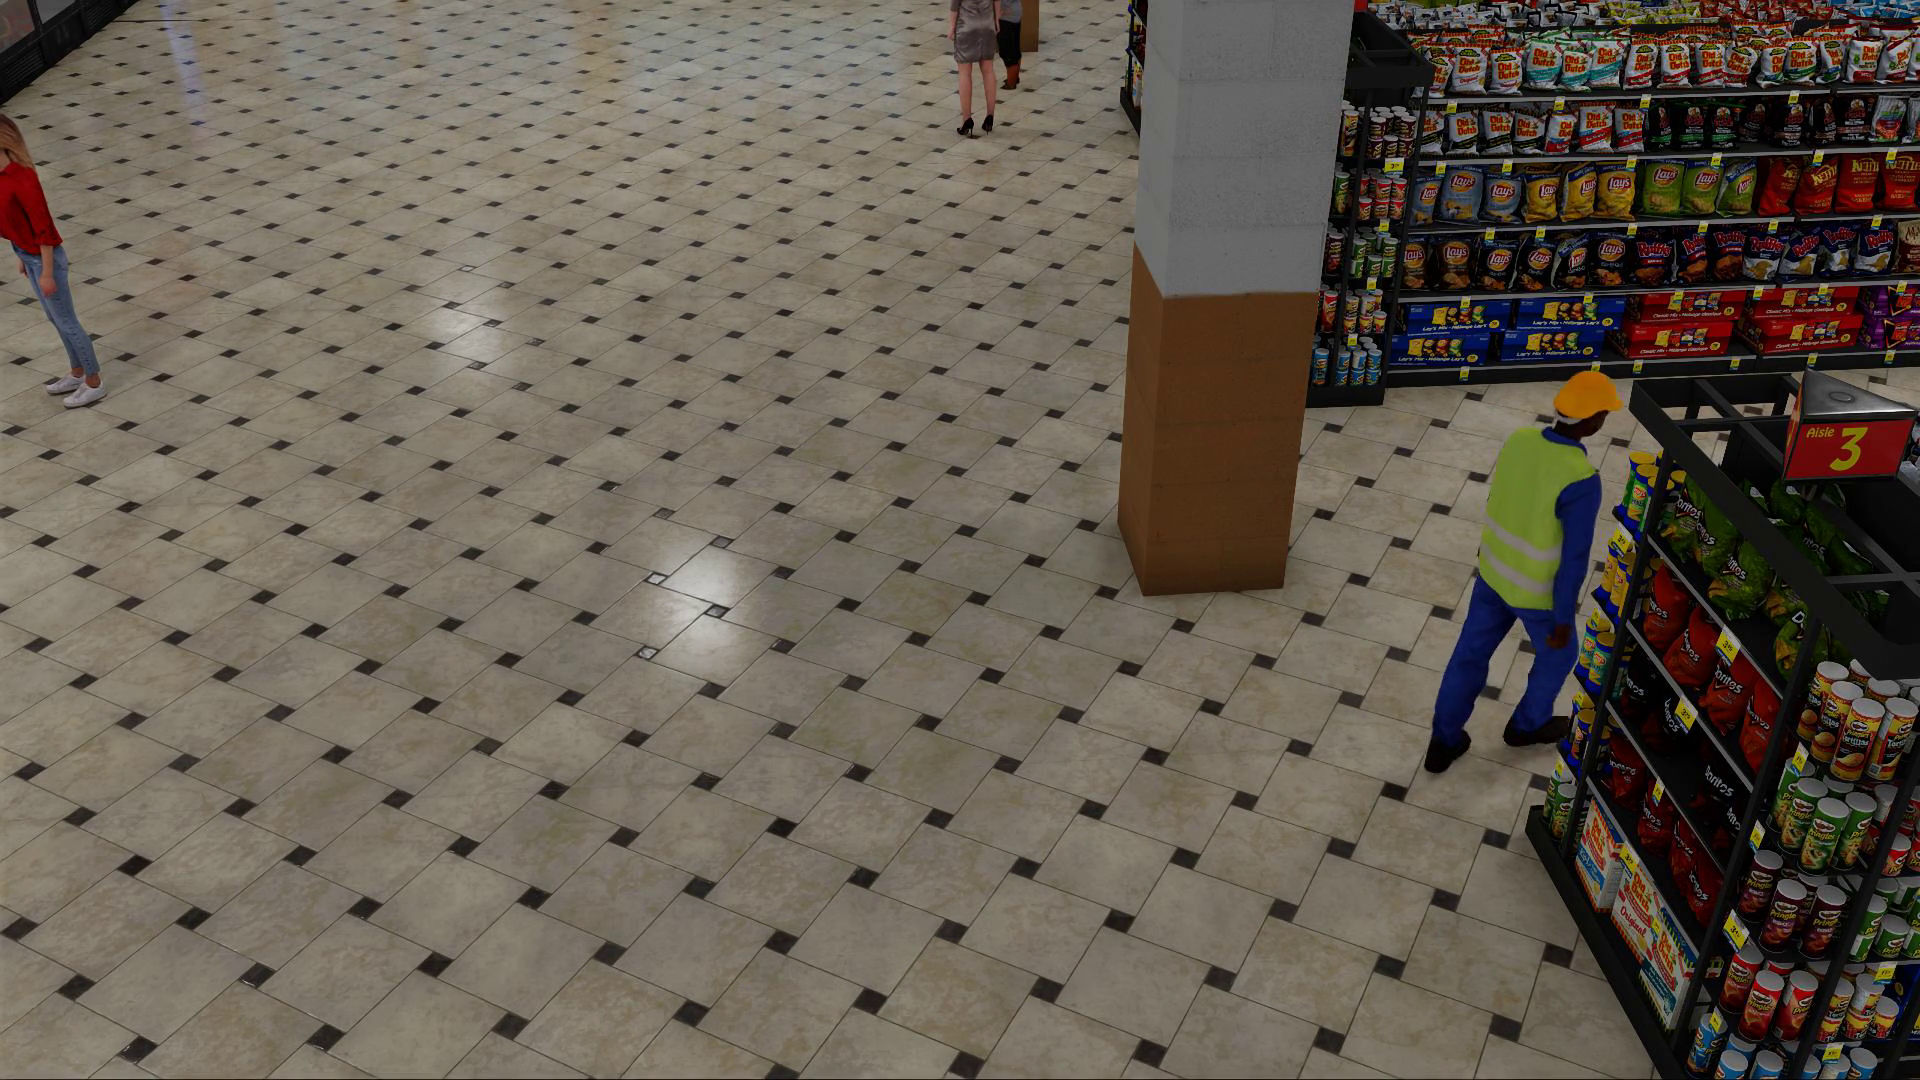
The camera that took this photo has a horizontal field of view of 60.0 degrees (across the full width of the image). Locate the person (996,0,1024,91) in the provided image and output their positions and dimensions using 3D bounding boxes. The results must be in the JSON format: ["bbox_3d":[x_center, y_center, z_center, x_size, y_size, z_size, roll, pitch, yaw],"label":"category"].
[{"bbox_3d":[0.432,-4.747,14.728,0.597,1.454,0.636,8,33,12],"label":"person"}]

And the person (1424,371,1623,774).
[{"bbox_3d":[2.150,0.189,6.485,1.105,1.784,1.004,-19,37,-27],"label":"person"}]

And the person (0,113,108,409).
[{"bbox_3d":[-5.188,-1.577,9.397,0.713,1.704,0.683,-26,40,-36],"label":"person"}]

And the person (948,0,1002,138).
[{"bbox_3d":[0.117,-4.164,13.518,0.543,1.745,0.708,-12,34,-18],"label":"person"}]
